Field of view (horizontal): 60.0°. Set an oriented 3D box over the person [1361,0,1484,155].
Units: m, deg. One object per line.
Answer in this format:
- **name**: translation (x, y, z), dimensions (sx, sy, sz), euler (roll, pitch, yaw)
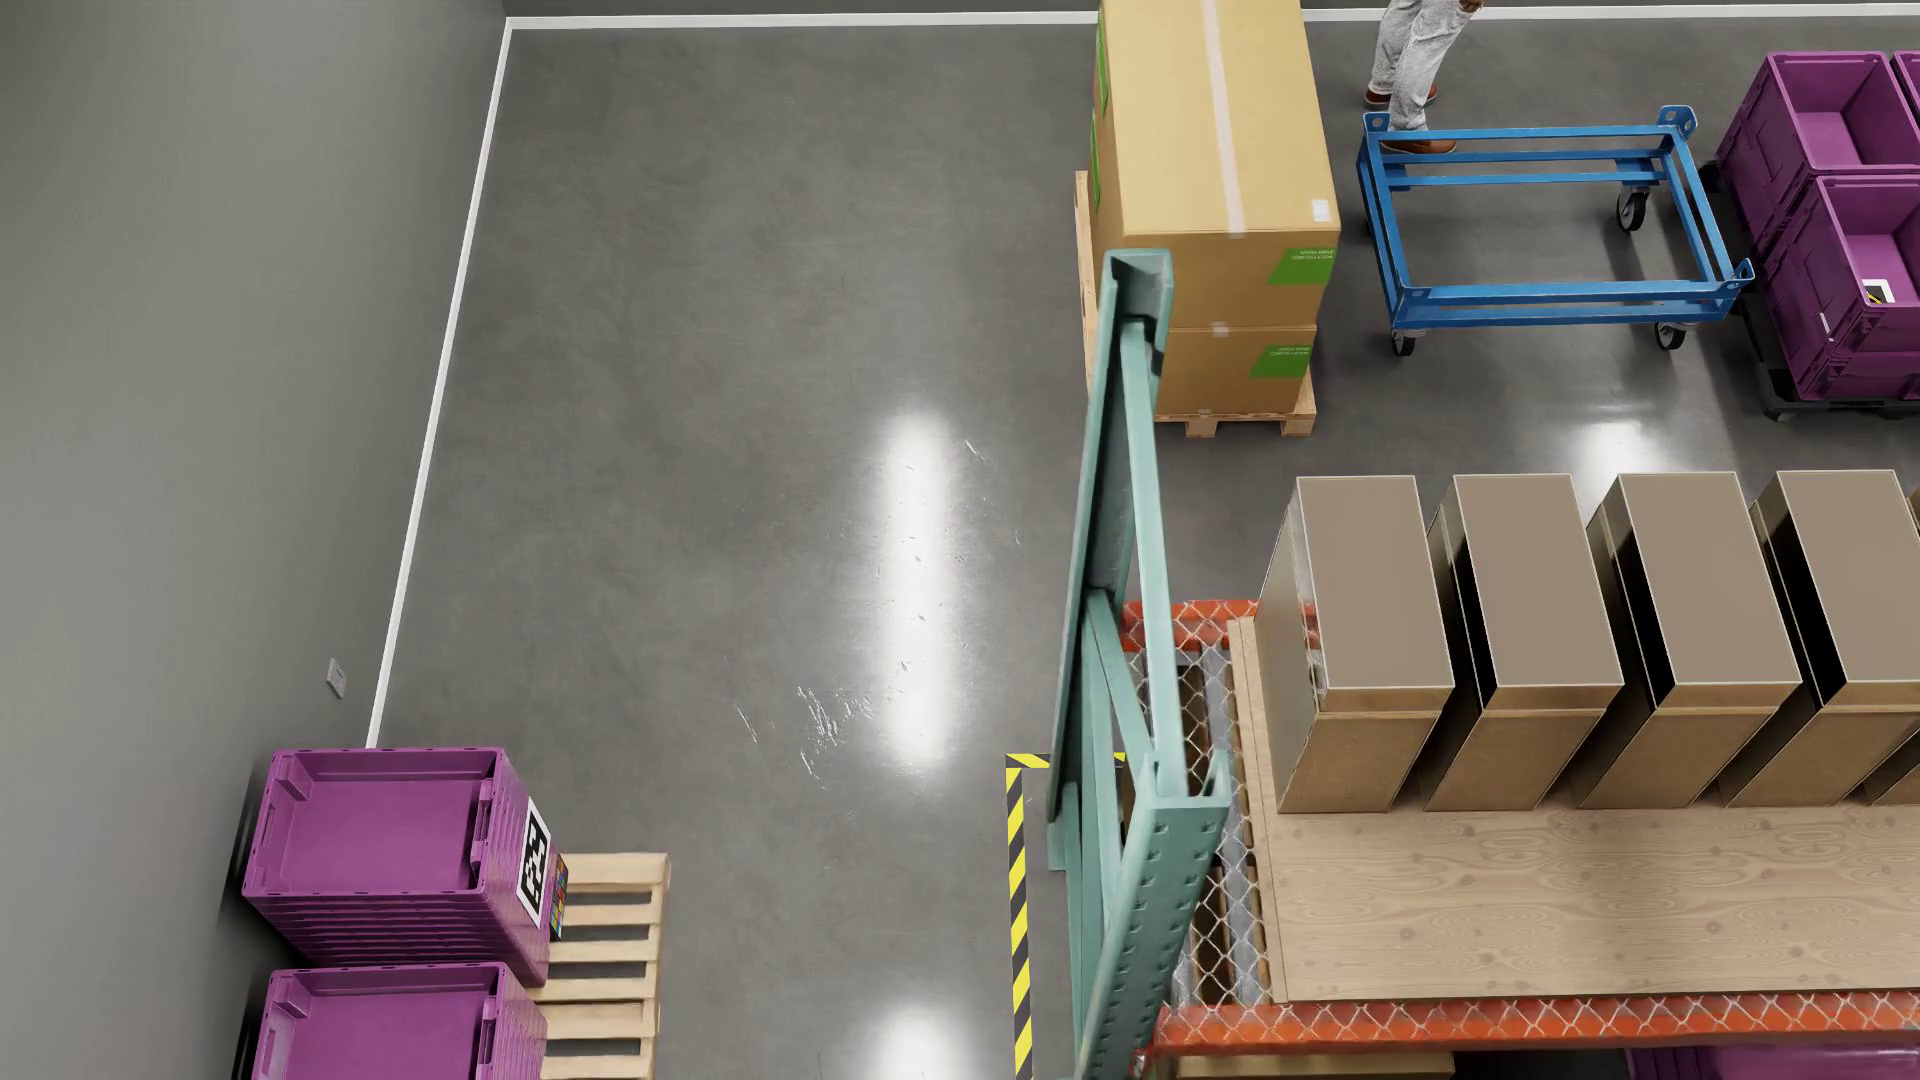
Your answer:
- **person**: translation (1.831, -2.239, 6.075), dimensions (0.355, 1.938, 0.637), euler (-3, 58, -2)
